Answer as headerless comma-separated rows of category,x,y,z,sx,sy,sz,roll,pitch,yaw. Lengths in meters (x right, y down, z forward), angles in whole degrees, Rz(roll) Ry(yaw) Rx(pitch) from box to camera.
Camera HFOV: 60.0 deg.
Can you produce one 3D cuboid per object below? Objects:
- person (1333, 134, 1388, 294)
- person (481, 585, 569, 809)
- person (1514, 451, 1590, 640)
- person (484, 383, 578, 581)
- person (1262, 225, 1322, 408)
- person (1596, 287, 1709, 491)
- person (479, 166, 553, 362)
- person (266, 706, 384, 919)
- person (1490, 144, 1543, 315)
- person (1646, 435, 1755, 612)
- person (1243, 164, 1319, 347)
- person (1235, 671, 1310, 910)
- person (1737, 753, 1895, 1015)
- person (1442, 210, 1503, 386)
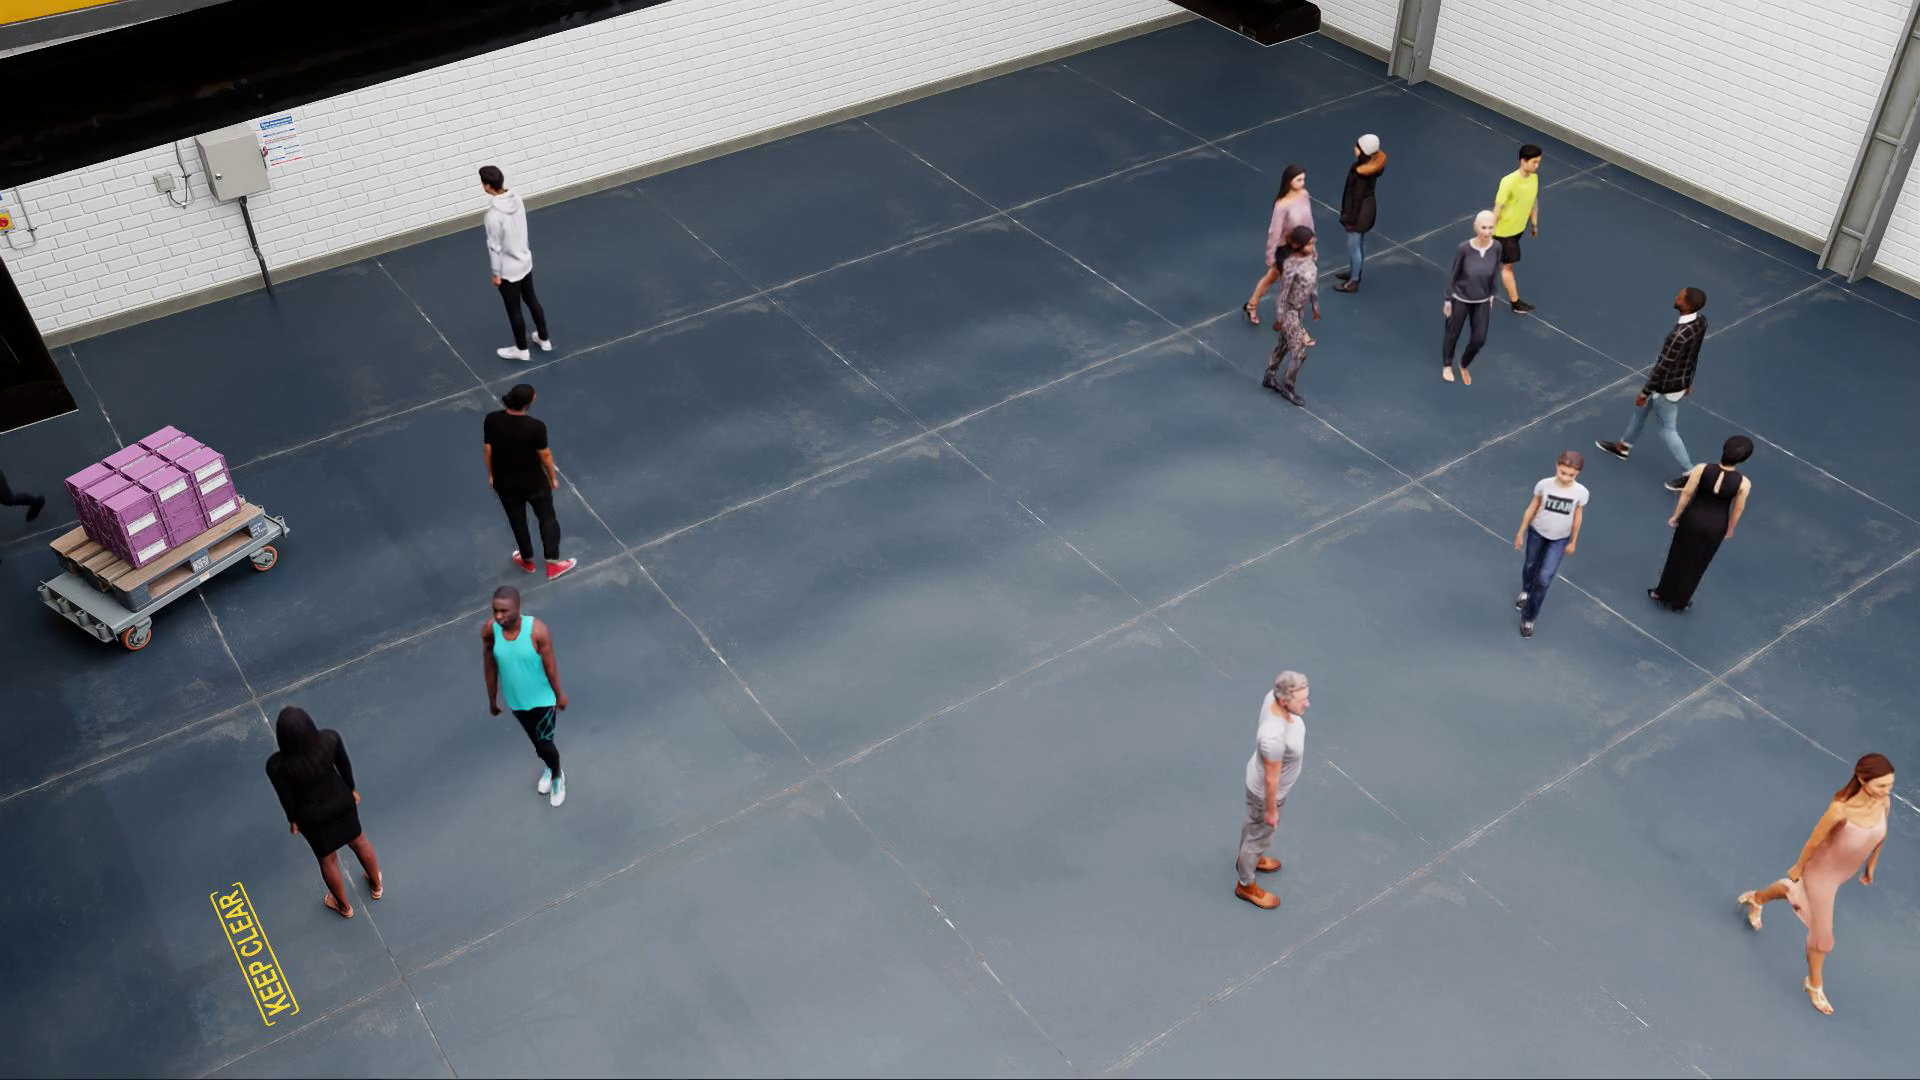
person,3.939,-3.223,16.358,0.762,1.632,0.726,12,40,15
person,-2.801,0.958,10.991,0.793,1.795,0.852,6,39,8
person,4.441,-0.081,12.501,0.887,1.535,0.852,20,43,23
person,-3.409,-0.455,12.817,0.820,1.726,0.827,-12,40,-14
person,2.891,-2.054,14.840,0.807,1.700,0.680,26,46,29
person,5.943,-1.213,13.720,1.271,1.784,0.859,31,48,33
person,-4.070,-2.538,15.265,0.872,1.925,0.833,13,40,15
person,-3.898,1.642,10.196,0.635,1.719,0.540,-29,47,-31
person,5.269,-3.071,16.138,0.670,1.670,1.040,-25,45,-28
person,5.543,-0.116,12.493,0.627,1.601,0.754,15,41,18
person,2.977,-2.708,15.614,1.151,1.756,0.789,29,47,32
person,1.900,1.502,10.285,0.811,1.828,0.763,8,39,9
person,5.077,1.881,9.840,0.799,1.790,1.164,-12,40,-15
person,4.601,-2.239,15.060,0.759,1.715,0.791,0,39,0
